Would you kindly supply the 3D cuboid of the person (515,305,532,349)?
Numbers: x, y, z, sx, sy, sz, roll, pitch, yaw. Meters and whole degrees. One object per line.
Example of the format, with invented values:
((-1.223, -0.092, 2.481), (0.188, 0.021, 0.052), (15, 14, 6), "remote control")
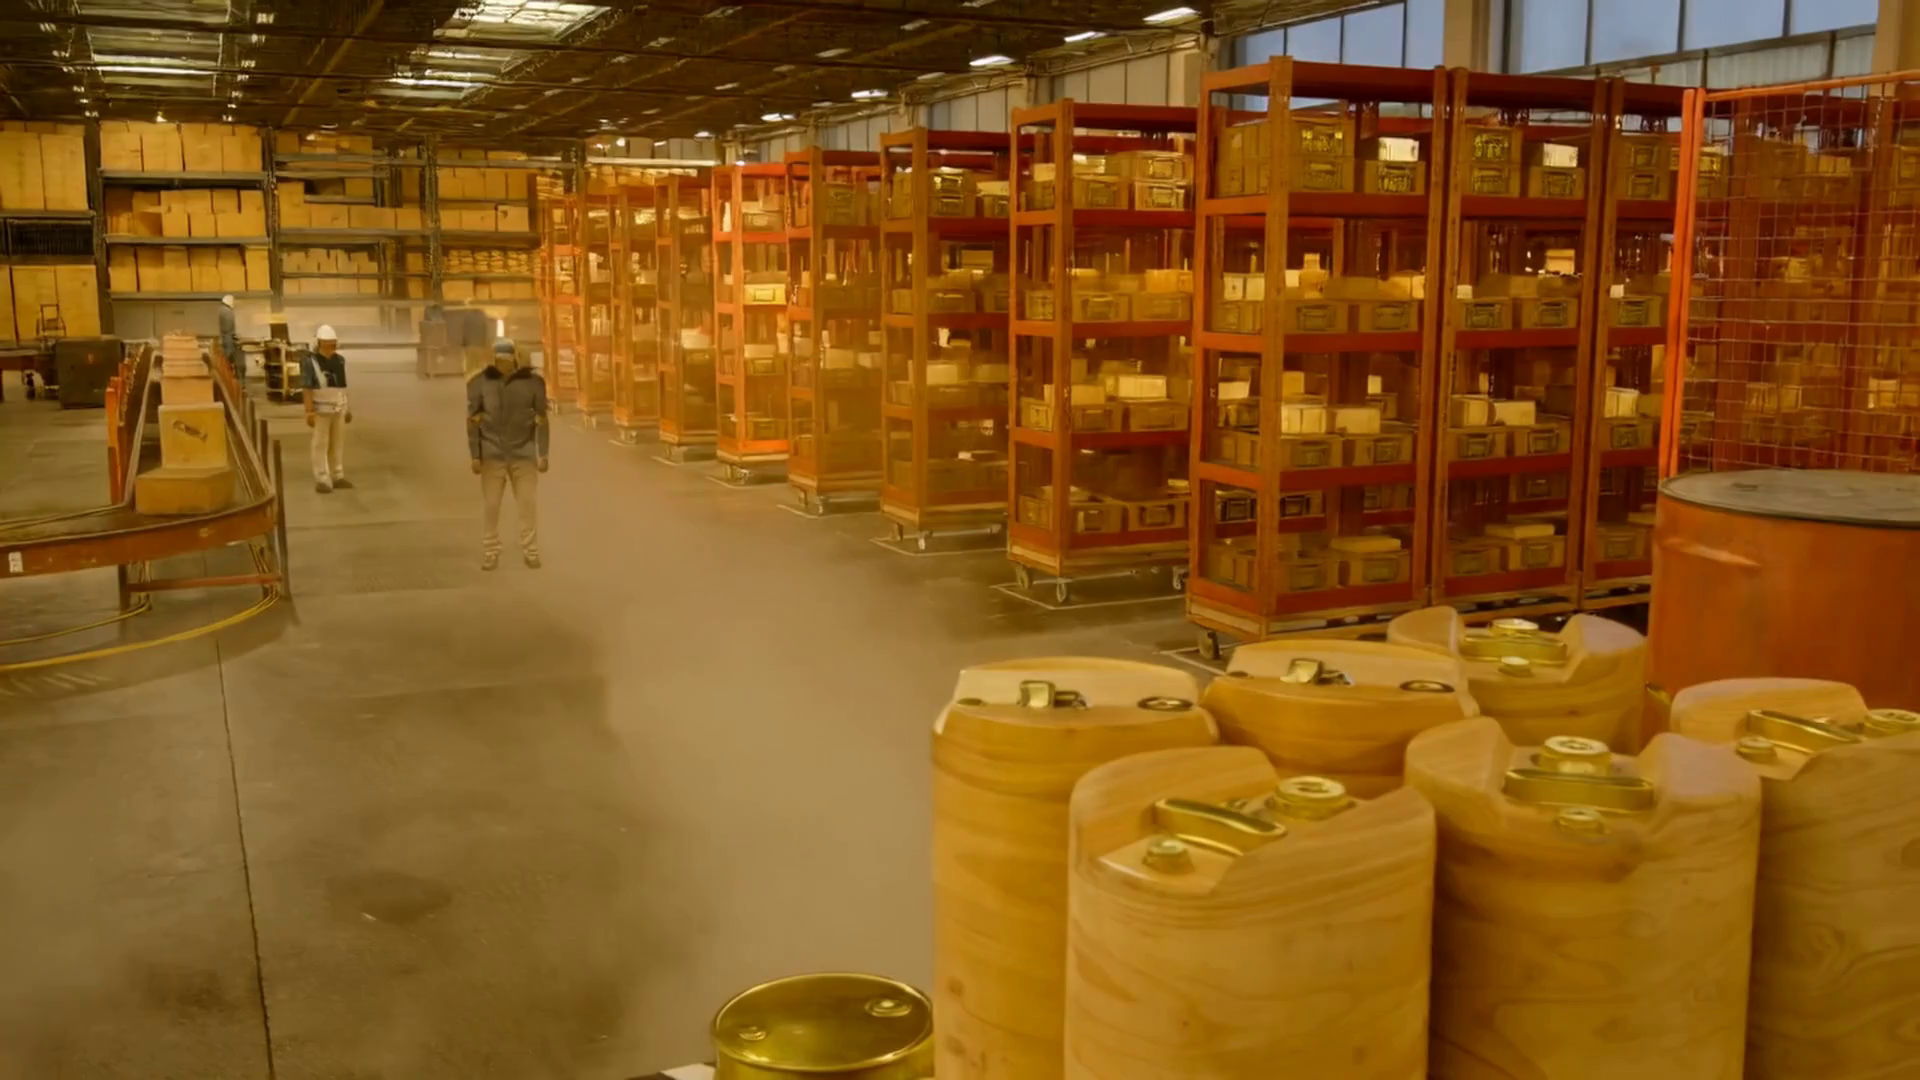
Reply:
((-13.347, -6.679, 50.738), (0.627, 1.845, 0.429), (4, 10, 23), "person")

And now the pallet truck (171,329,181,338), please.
((-17.275, -3.851, 35.096), (1.601, 1.201, 0.680), (0, 9, 1), "pallet truck")

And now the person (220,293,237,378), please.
((-16.502, -4.608, 37.590), (0.370, 1.941, 0.627), (-3, 10, -20), "person")

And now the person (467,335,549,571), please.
((-3.652, -0.704, 13.491), (0.642, 1.902, 0.399), (-3, 10, -17), "person")

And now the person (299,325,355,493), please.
((-6.941, -1.444, 18.286), (0.404, 1.833, 0.590), (5, 10, 27), "person")

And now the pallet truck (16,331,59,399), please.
((-17.082, -3.353, 31.781), (1.630, 1.274, 0.653), (-4, 10, -25), "pallet truck")

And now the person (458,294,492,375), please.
((-9.719, -3.922, 33.239), (0.618, 1.959, 0.754), (5, 10, 28), "person")
